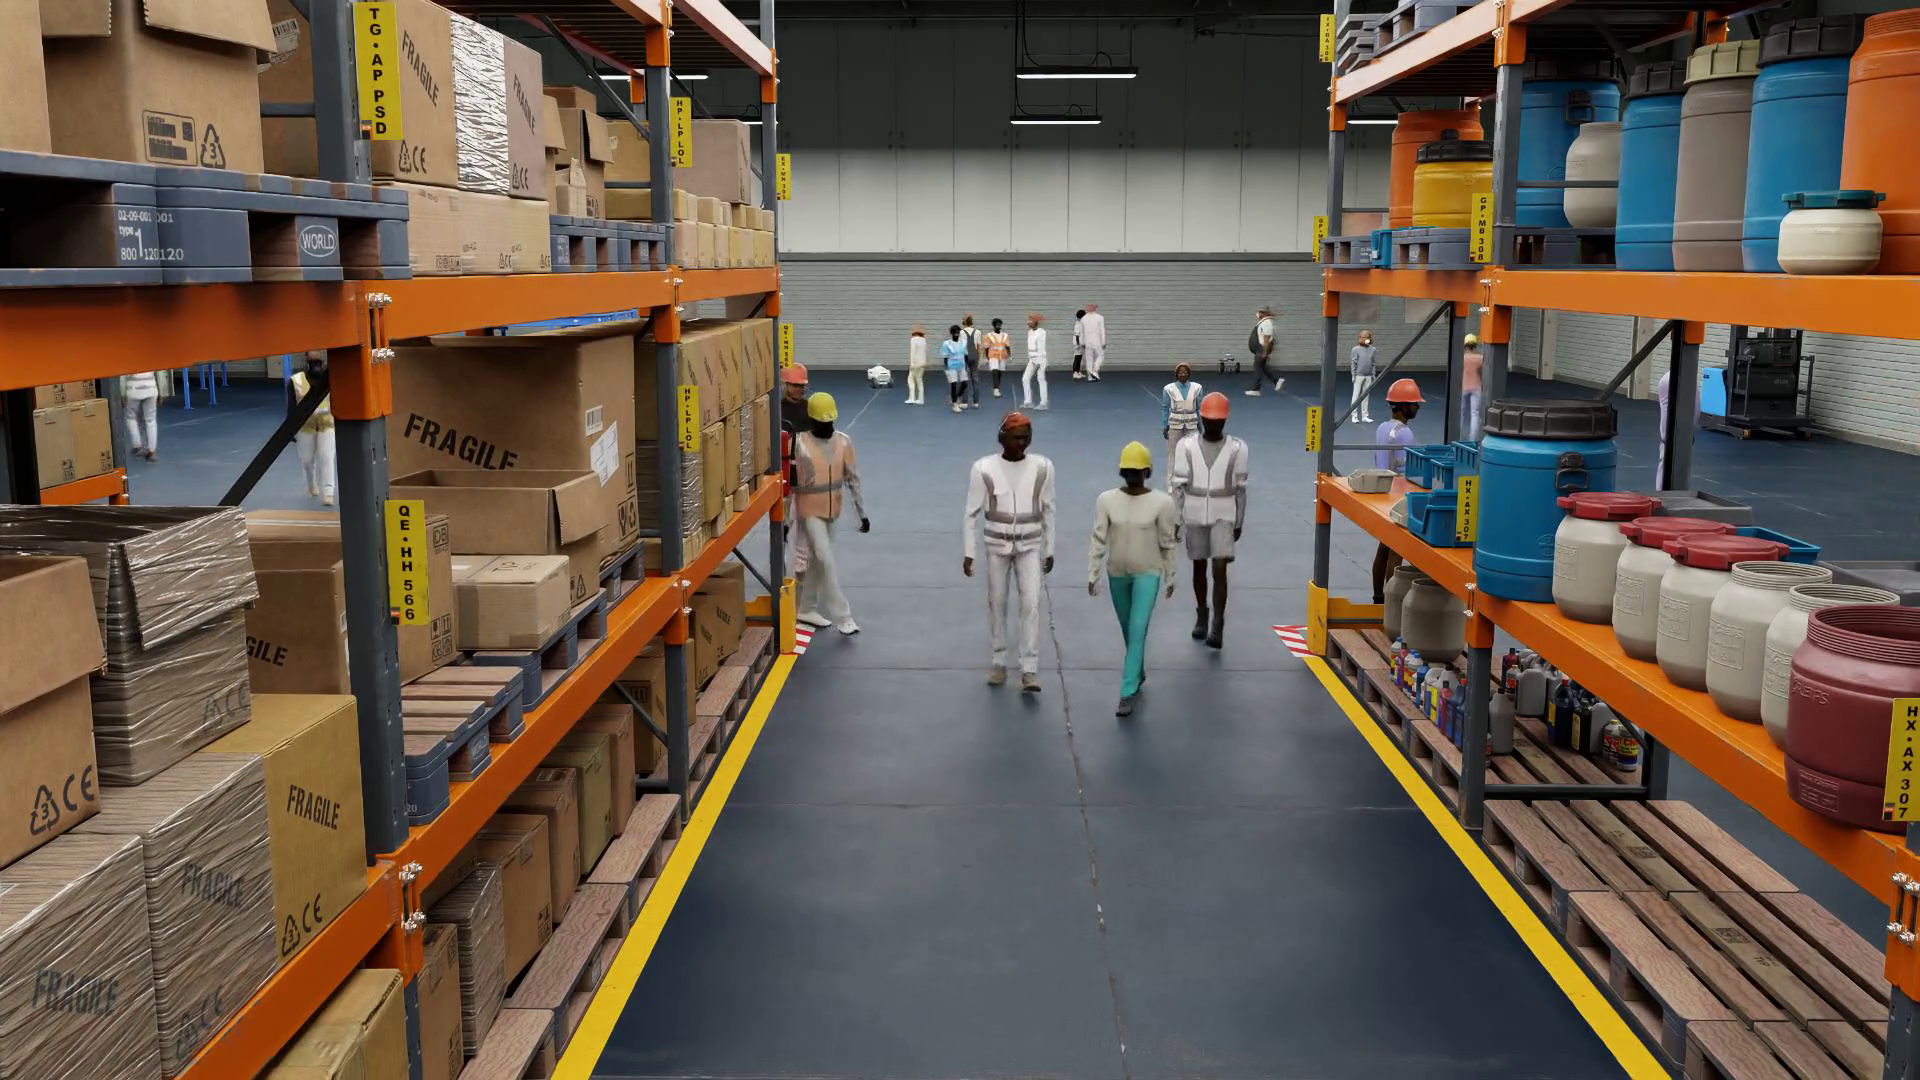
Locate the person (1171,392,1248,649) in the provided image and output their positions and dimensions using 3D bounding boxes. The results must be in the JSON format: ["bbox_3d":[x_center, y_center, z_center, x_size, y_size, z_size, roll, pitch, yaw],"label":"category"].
[{"bbox_3d":[1.843,-0.148,12.365,0.549,1.887,1.006,3,10,15],"label":"person"}]

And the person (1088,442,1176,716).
[{"bbox_3d":[1.127,0.213,10.756,0.532,1.720,0.922,4,10,22],"label":"person"}]

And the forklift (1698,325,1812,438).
[{"bbox_3d":[13.248,-3.165,27.620,1.129,2.768,1.873,0,9,1],"label":"forklift"}]

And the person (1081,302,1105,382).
[{"bbox_3d":[3.215,-4.742,39.880,0.677,1.891,0.431,7,12,35],"label":"person"}]

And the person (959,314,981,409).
[{"bbox_3d":[0.163,-3.511,32.659,0.506,1.847,0.345,-3,10,-20],"label":"person"}]

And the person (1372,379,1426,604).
[{"bbox_3d":[3.475,-0.306,13.184,0.358,1.938,0.542,-2,10,-9],"label":"person"}]

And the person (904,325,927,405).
[{"bbox_3d":[-0.886,-3.531,33.506,0.365,1.603,0.589,6,11,33],"label":"person"}]

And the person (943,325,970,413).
[{"bbox_3d":[-0.072,-3.261,31.663,0.567,1.668,0.421,-5,11,-27],"label":"person"}]

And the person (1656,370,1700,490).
[{"bbox_3d":[8.130,-1.226,18.790,0.638,1.910,0.407,-9,13,-43],"label":"person"}]

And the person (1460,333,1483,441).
[{"bbox_3d":[7.939,-2.338,25.943,0.529,1.772,0.436,2,10,13],"label":"person"}]

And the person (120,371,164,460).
[{"bbox_3d":[-11.897,-2.127,24.123,0.655,1.923,0.632,-9,13,-43],"label":"person"}]

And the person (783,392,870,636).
[{"bbox_3d":[-1.001,-0.203,12.752,0.697,1.862,0.893,-9,13,-42],"label":"person"}]

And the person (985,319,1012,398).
[{"bbox_3d":[0.837,-3.813,34.979,0.541,1.669,0.742,-4,10,-24],"label":"person"}]

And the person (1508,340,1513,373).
[{"bbox_3d":[10.640,-3.429,32.796,0.531,1.620,0.328,-1,10,-8],"label":"person"}]

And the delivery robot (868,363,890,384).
[{"bbox_3d":[-1.855,-3.807,38.137,0.477,0.478,0.707,-4,10,-21],"label":"delivery robot"}]

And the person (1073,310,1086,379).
[{"bbox_3d":[2.953,-4.837,41.071,0.322,1.689,0.530,3,10,17],"label":"person"}]

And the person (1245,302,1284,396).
[{"bbox_3d":[6.594,-4.120,35.853,0.768,2.000,0.689,1,10,6],"label":"person"}]

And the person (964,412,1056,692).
[{"bbox_3d":[0.343,0.092,11.079,0.620,1.852,0.772,0,9,-2],"label":"person"}]

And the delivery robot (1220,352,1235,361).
[{"bbox_3d":[6.936,-4.754,43.036,0.335,0.223,0.698,4,10,23],"label":"delivery robot"}]

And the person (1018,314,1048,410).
[{"bbox_3d":[1.418,-3.435,32.163,0.697,1.862,0.599,-6,11,-30],"label":"person"}]

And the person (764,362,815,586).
[{"bbox_3d":[-1.437,-0.580,14.709,0.616,1.978,0.429,-4,10,-22],"label":"person"}]

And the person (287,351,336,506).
[{"bbox_3d":[-7.668,-1.350,19.817,0.622,1.817,0.774,-4,10,-21],"label":"person"}]

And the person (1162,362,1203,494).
[{"bbox_3d":[2.745,-1.378,20.532,0.519,1.633,0.311,0,9,-2],"label":"person"}]

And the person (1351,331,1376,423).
[{"bbox_3d":[7.218,-2.920,29.753,0.499,1.633,0.285,-3,10,-20],"label":"person"}]
